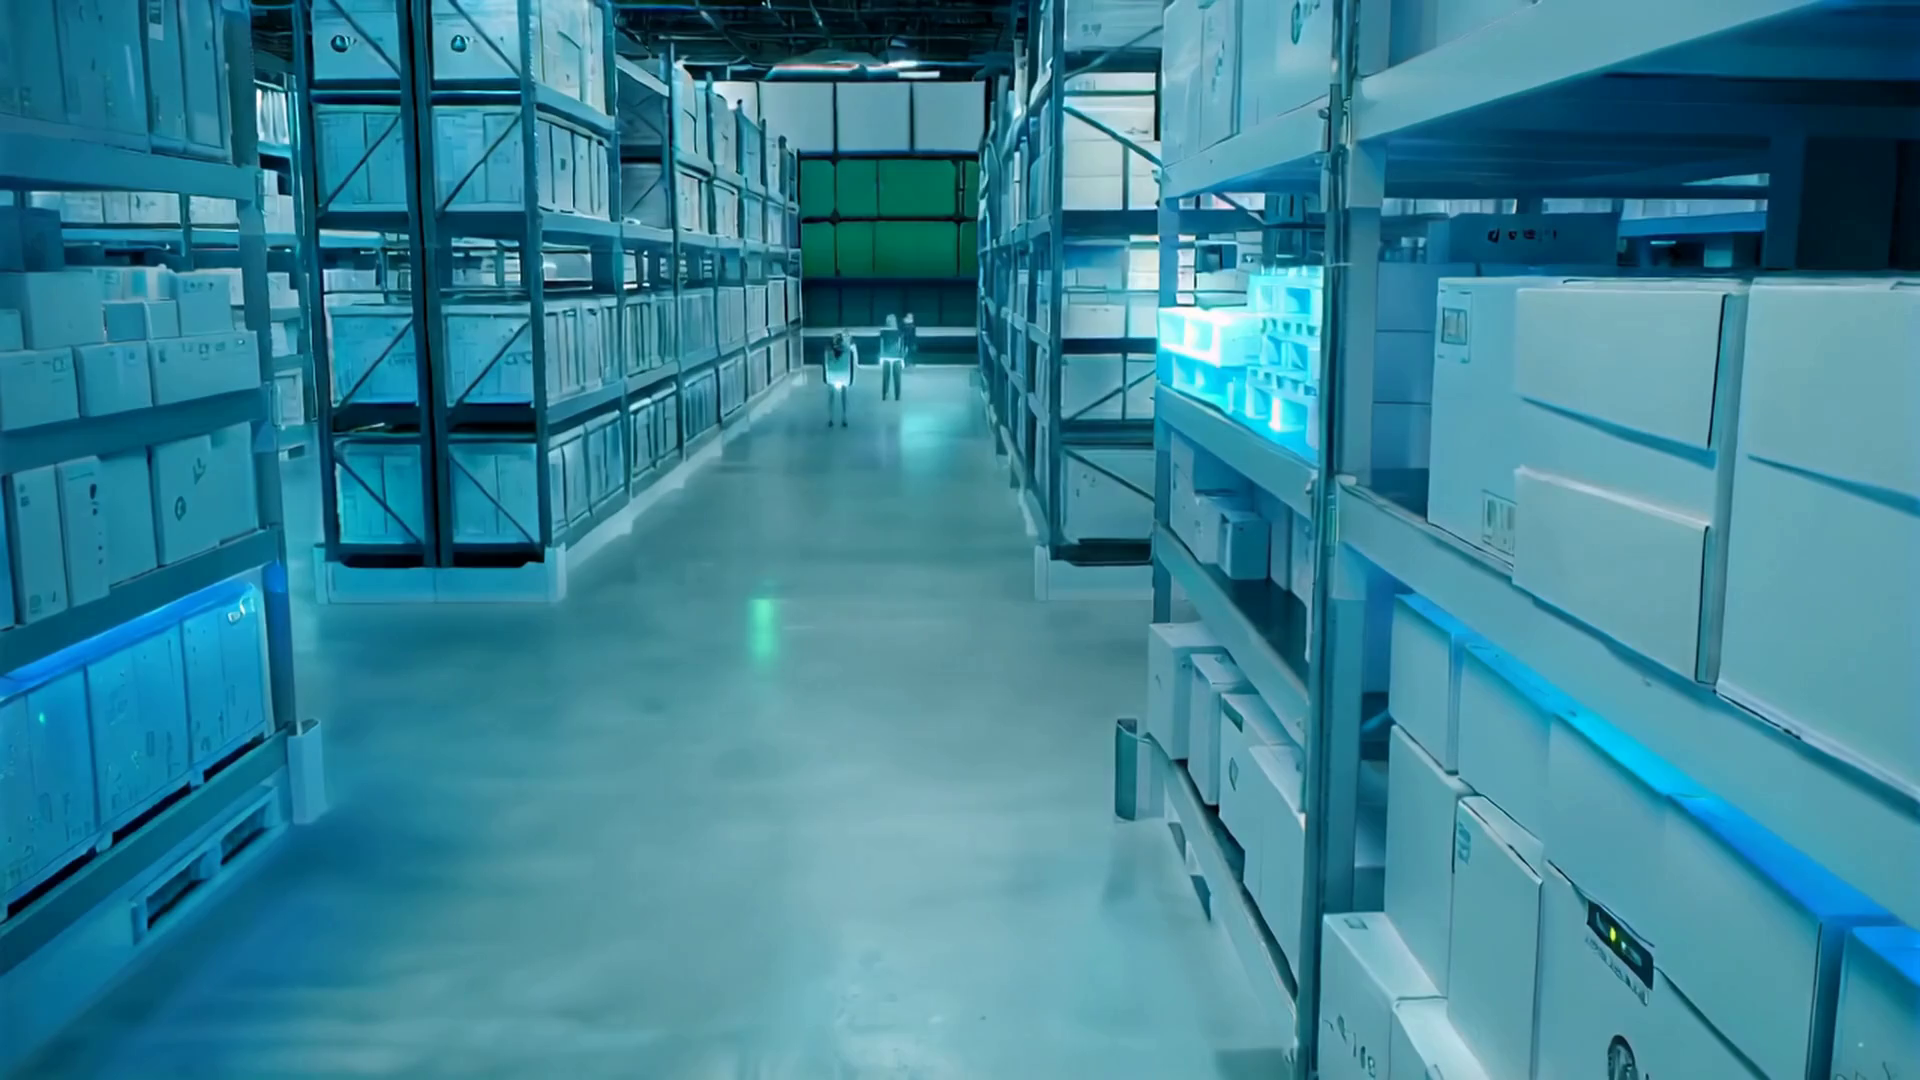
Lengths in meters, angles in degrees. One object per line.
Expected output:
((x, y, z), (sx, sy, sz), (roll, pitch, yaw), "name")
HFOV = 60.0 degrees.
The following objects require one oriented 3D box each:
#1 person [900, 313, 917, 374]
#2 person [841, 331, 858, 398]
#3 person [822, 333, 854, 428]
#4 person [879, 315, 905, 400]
((-1.471, -5.657, 47.994), (0.567, 1.748, 0.339), (7, 12, 37), "person")
((-2.639, -4.081, 38.820), (0.525, 1.583, 0.899), (-1, 9, -7), "person")
((-2.321, -3.029, 31.643), (0.599, 1.827, 0.403), (0, 9, -1), "person")
((-1.566, -4.212, 38.425), (0.612, 1.982, 0.408), (0, 9, 0), "person")
